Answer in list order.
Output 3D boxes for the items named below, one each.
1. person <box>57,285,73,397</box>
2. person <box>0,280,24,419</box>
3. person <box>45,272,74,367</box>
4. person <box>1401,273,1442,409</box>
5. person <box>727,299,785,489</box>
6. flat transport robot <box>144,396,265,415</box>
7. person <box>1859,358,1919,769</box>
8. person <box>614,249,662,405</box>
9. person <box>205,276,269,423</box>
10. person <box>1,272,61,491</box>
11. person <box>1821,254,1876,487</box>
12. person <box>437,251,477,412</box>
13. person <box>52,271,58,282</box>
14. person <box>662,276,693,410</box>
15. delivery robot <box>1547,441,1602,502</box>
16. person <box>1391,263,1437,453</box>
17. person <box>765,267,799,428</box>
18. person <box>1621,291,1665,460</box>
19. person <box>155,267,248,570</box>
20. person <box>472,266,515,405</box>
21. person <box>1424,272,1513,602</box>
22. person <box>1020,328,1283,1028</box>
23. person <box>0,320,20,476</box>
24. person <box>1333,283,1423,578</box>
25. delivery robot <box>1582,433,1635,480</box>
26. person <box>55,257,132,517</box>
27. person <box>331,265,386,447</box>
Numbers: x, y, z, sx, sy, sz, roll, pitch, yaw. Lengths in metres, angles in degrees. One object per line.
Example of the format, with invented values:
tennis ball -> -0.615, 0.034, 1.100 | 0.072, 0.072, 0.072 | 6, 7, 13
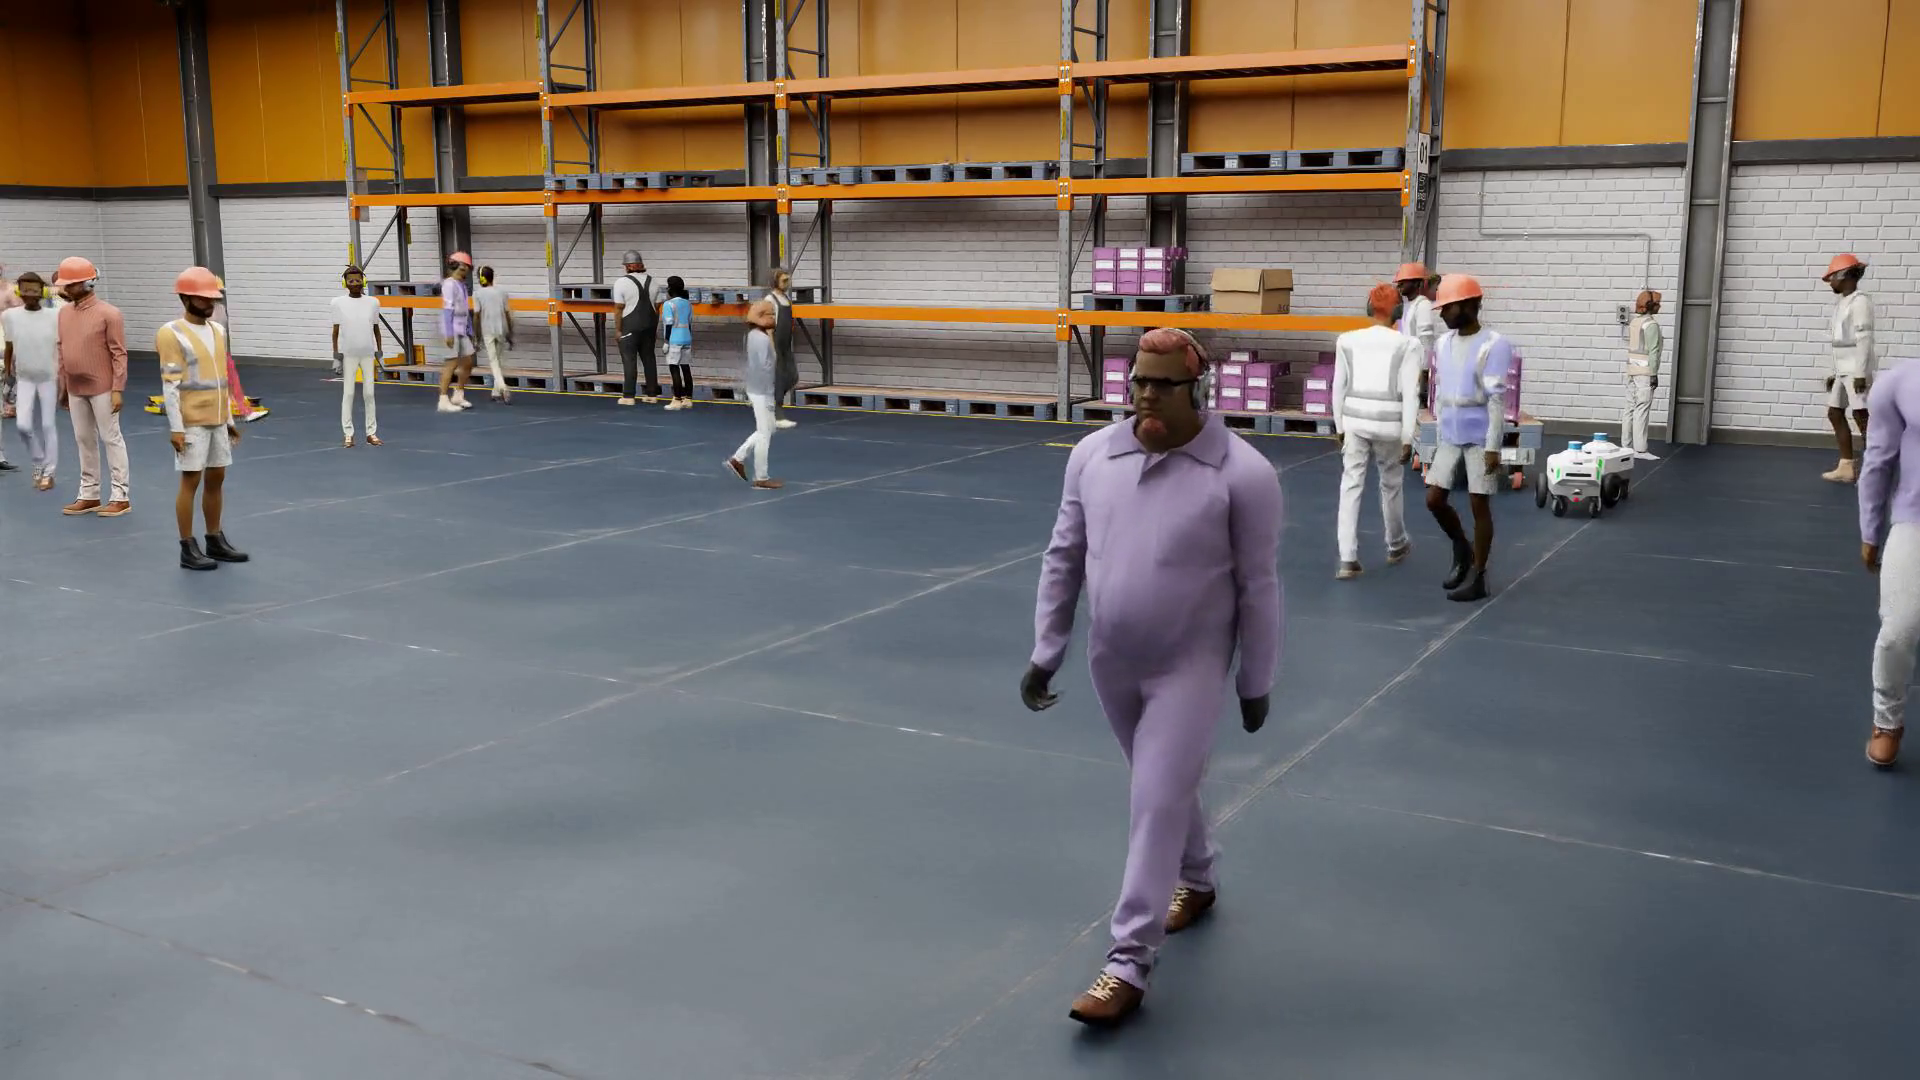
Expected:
person -> -11.507, -2.540, 21.540 | 0.392, 1.617, 0.527 | -7, 12, -35
person -> -11.601, -2.394, 19.988 | 0.641, 1.889, 0.590 | 3, 10, 16
person -> -15.419, -3.790, 28.591 | 0.514, 1.641, 0.307 | -1, 10, -8
person -> 4.509, -1.749, 16.607 | 0.794, 1.802, 0.696 | 1, 10, 3
person -> -1.718, -1.231, 14.155 | 0.409, 1.625, 0.500 | -3, 10, -16
flat transport robot -> -9.298, -1.668, 20.450 | 1.431, 0.197, 0.652 | 6, 12, 30
person -> 3.792, -0.006, 6.363 | 0.635, 1.927, 0.436 | 4, 11, 23
person -> -4.278, -2.807, 21.889 | 0.677, 2.000, 0.535 | -10, 14, -44
person -> -8.510, -2.169, 19.180 | 0.890, 1.724, 0.545 | 2, 10, 10
person -> -7.816, -1.334, 14.072 | 0.560, 1.854, 0.390 | -3, 10, -17
person -> 7.764, -1.466, 14.450 | 0.530, 1.994, 0.683 | 2, 10, 11
person -> -6.356, -2.629, 20.991 | 0.498, 2.005, 0.655 | 0, 10, 2
person -> -15.891, -3.942, 29.470 | 0.507, 1.631, 0.266 | 7, 12, 34
person -> -3.585, -2.493, 21.083 | 0.316, 1.695, 0.542 | 5, 11, 27
delivery robot -> 4.751, -0.520, 12.877 | 0.477, 0.478, 0.707 | 3, 10, 14
person -> 4.430, -1.716, 16.095 | 0.804, 1.897, 0.588 | 0, 10, -1
person -> -2.095, -2.193, 18.997 | 0.472, 1.833, 0.501 | 5, 11, 26
person -> 6.647, -1.600, 16.189 | 0.308, 1.641, 0.516 | 0, 10, -2
person -> -4.858, -0.780, 10.709 | 0.378, 1.932, 0.551 | 3, 10, 17
person -> -6.116, -2.688, 21.868 | 0.534, 1.829, 0.876 | -8, 13, -37
person -> 2.953, -0.589, 9.676 | 0.399, 1.913, 0.583 | -7, 12, -35
person -> 0.548, 0.329, 4.689 | 0.646, 1.850, 1.024 | 8, 13, 37
person -> -8.801, -1.494, 15.044 | 0.404, 1.829, 0.600 | -1, 10, -4
person -> 2.643, -0.703, 10.555 | 0.596, 1.830, 0.982 | 6, 12, 31
delivery robot -> 5.179, -0.625, 13.475 | 0.477, 0.478, 0.707 | 9, 14, 42
person -> -6.672, -1.166, 12.756 | 0.611, 1.985, 0.393 | 3, 11, 18
person -> -6.219, -1.895, 17.210 | 0.518, 1.870, 0.323 | -6, 12, -30
